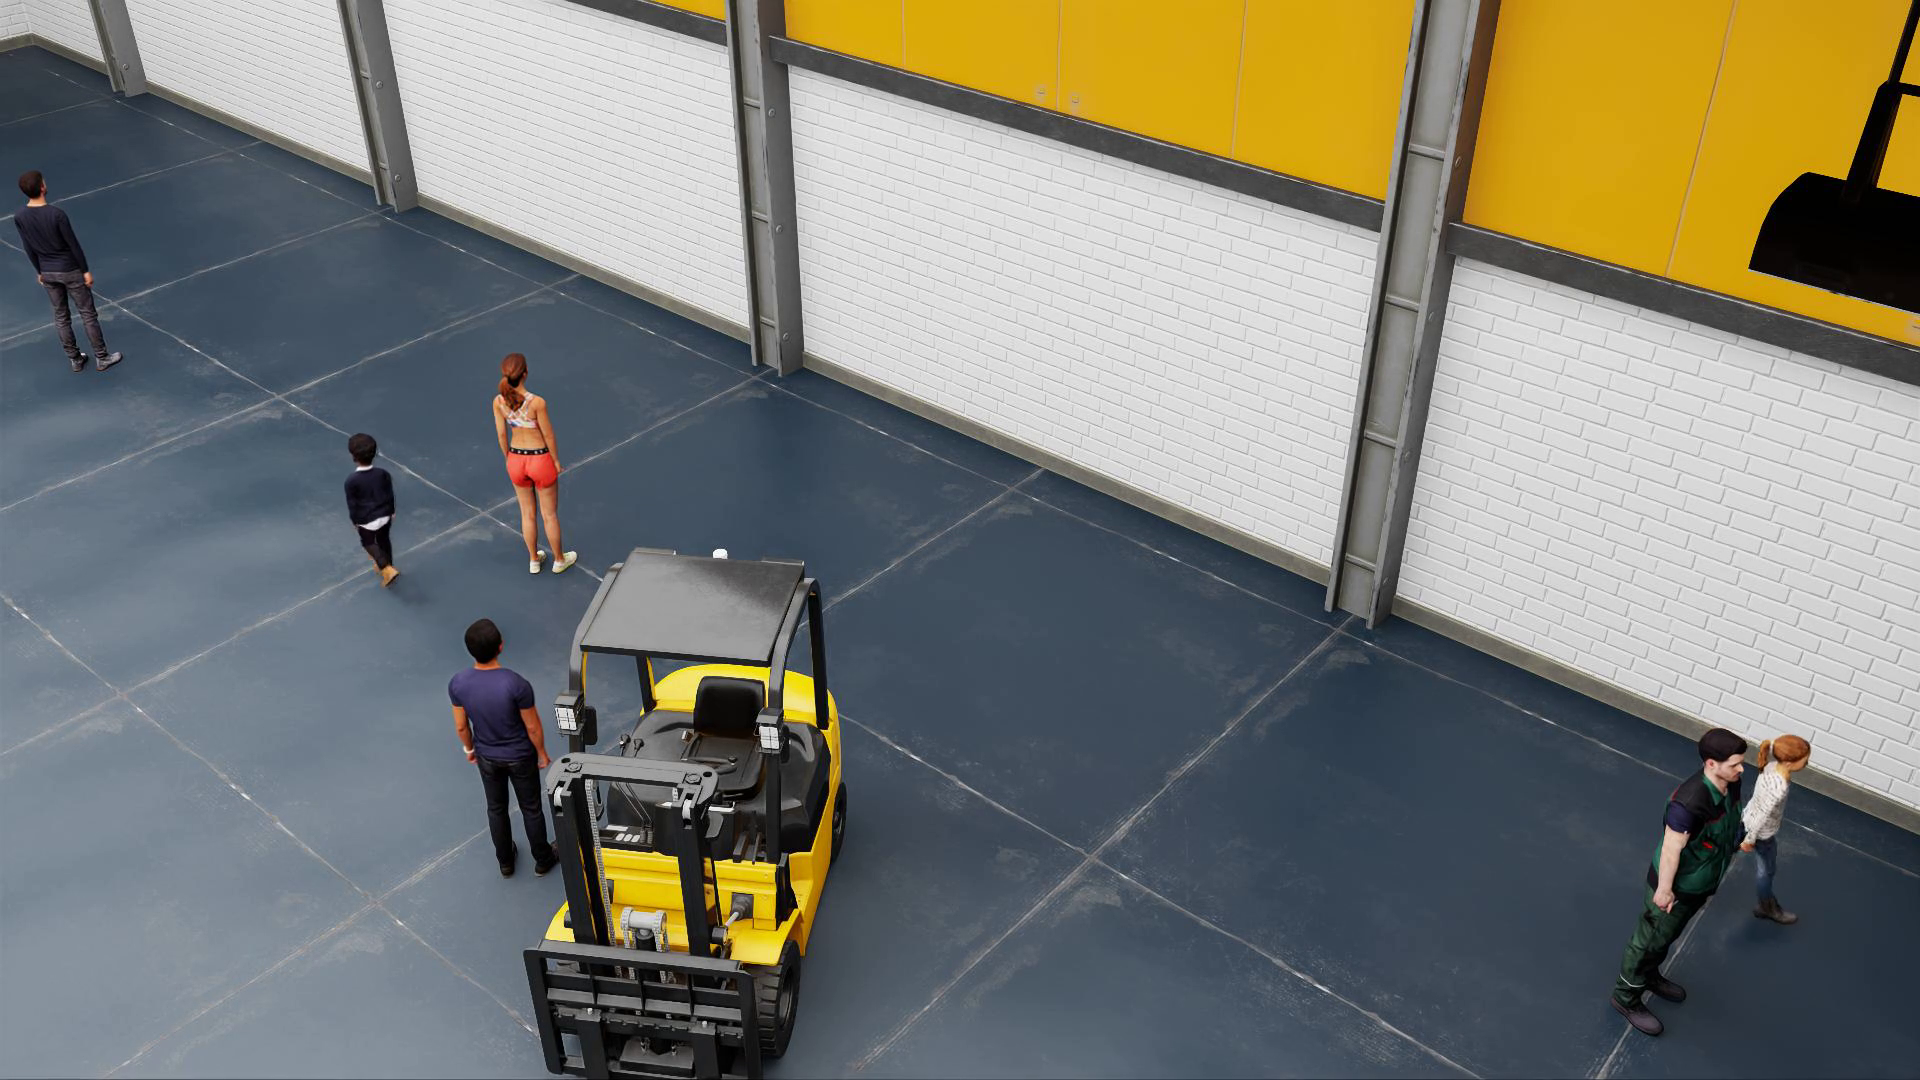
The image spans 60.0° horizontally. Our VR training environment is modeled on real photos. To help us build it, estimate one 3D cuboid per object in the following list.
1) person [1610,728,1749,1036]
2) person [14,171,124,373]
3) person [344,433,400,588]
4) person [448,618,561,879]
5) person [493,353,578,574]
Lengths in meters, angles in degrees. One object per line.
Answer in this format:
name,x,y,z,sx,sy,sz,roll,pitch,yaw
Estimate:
person,3.745,1.728,8.630,0.572,1.901,0.681,28,42,35
person,-8.022,-2.389,14.852,0.696,1.871,0.770,-1,34,-1
person,-4.259,-0.192,12.138,0.669,1.216,0.540,28,43,36
person,-2.606,1.214,9.503,0.684,1.791,0.769,0,34,0
person,-3.131,-0.545,12.149,0.653,1.792,0.741,5,34,7
